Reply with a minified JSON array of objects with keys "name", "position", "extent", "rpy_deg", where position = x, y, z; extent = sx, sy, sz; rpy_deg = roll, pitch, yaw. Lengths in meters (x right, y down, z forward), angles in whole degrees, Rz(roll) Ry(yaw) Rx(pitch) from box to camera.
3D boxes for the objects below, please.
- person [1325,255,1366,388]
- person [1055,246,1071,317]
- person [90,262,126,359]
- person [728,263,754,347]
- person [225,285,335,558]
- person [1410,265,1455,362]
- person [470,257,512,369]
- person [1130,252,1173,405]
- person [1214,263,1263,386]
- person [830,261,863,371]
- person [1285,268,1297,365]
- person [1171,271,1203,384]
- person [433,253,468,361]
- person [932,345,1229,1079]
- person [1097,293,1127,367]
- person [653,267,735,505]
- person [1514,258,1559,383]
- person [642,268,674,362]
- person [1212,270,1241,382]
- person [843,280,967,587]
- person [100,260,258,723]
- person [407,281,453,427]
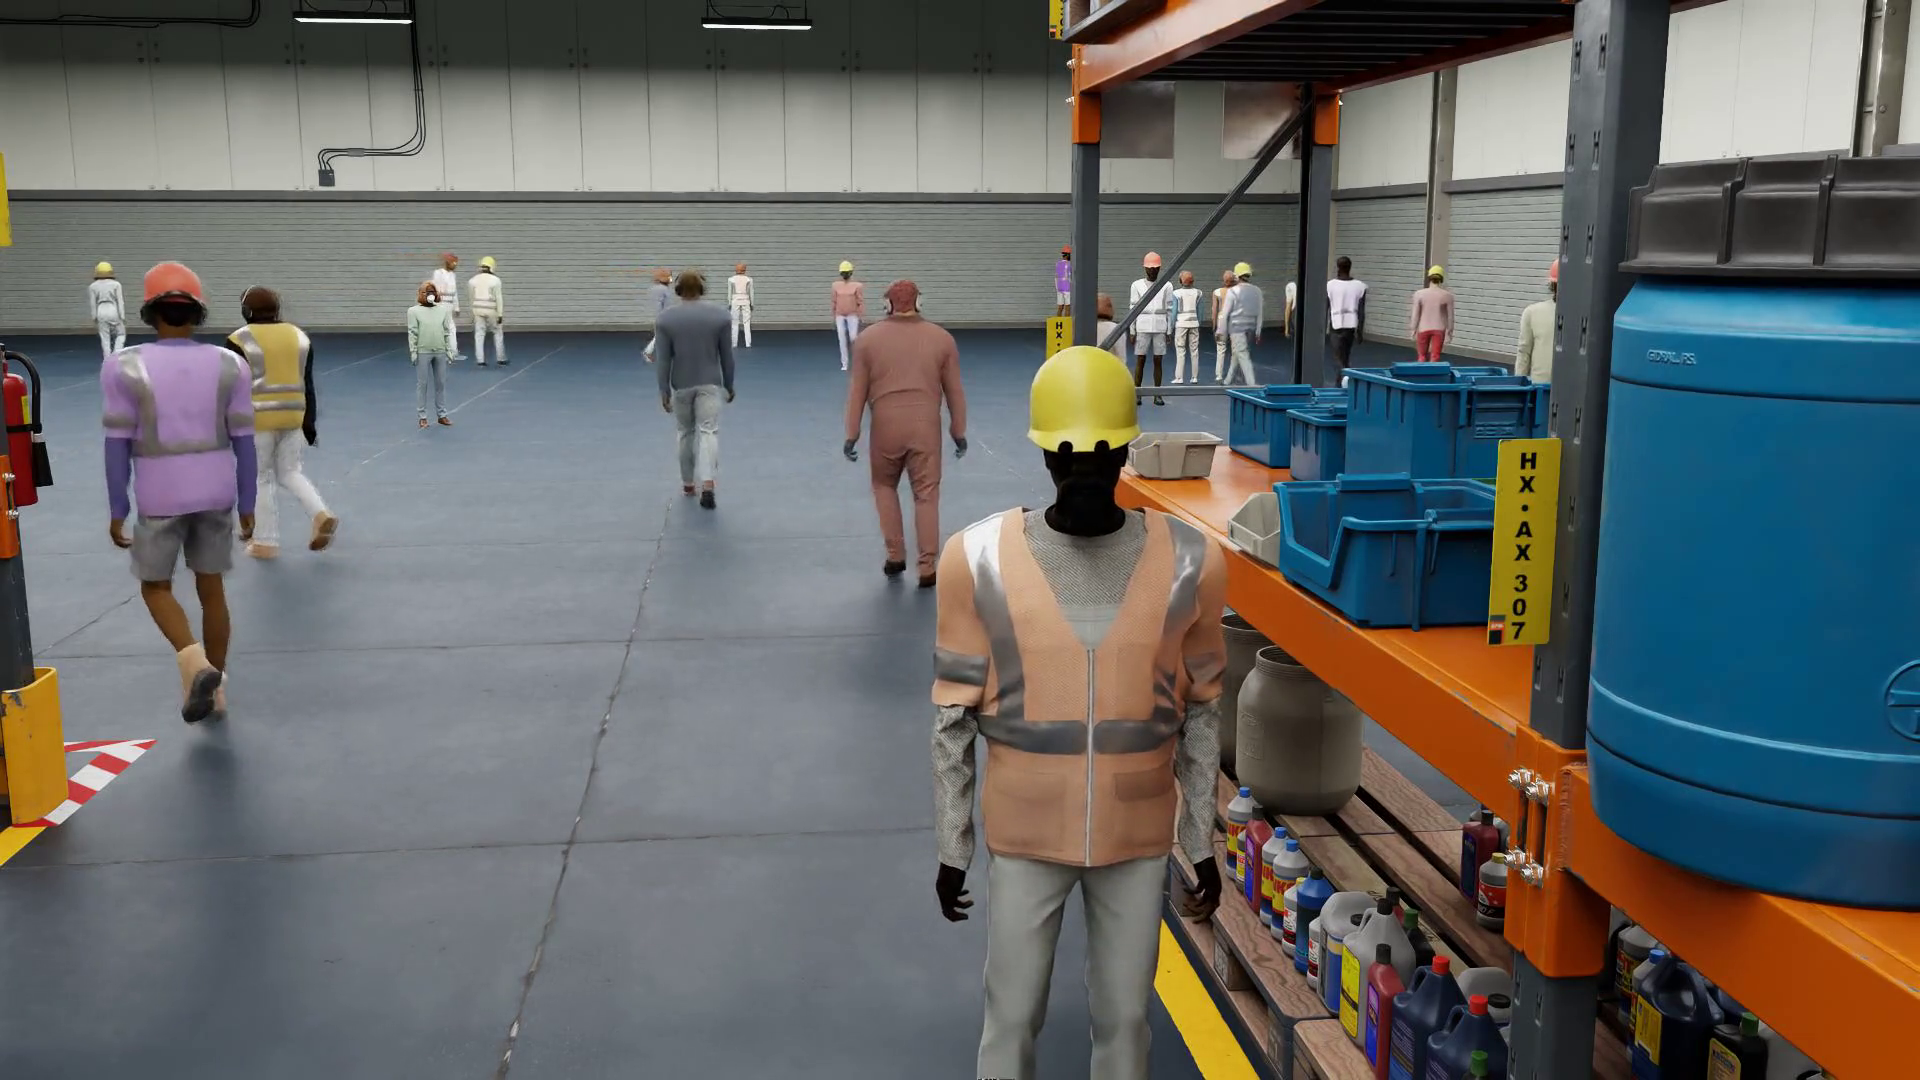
[{"name":"person","position":[5.036,-2.778,21.827],"extent":[0.591,1.896,0.738],"rpy_deg":[-1,10,-7]},{"name":"person","position":[2.348,-5.531,36.808],"extent":[0.374,1.927,0.542],"rpy_deg":[-9,14,-40]},{"name":"person","position":[-13.712,-3.614,26.818],"extent":[0.513,1.726,0.410],"rpy_deg":[-1,10,-7]},{"name":"person","position":[-4.239,-4.540,32.193],"extent":[0.509,1.629,0.316],"rpy_deg":[-2,10,-9]},{"name":"person","position":[-4.509,-0.765,10.991],"extent":[0.609,1.825,0.626],"rpy_deg":[7,12,33]},{"name":"person","position":[6.393,-2.828,22.480],"extent":[0.553,1.733,0.804],"rpy_deg":[4,11,19]},{"name":"person","position":[-7.689,-3.709,27.181],"extent":[0.624,1.783,0.827],"rpy_deg":[3,11,14]},{"name":"person","position":[2.427,-2.666,21.074],"extent":[0.552,1.934,0.373],"rpy_deg":[0,10,-1]},{"name":"person","position":[3.764,-2.837,22.436],"extent":[0.602,1.786,0.927],"rpy_deg":[-7,13,-35]},{"name":"person","position":[-1.814,-3.594,26.665],"extent":[0.531,1.754,0.431],"rpy_deg":[2,10,9]},{"name":"person","position":[4.870,-3.064,23.600],"extent":[0.516,1.818,0.850],"rpy_deg":[2,11,12]},{"name":"person","position":[3.280,-3.076,24.134],"extent":[0.514,1.640,0.310],"rpy_deg":[-3,11,-18]},{"name":"person","position":[-8.707,-3.966,28.449],"extent":[0.810,1.847,0.643],"rpy_deg":[2,11,11]},{"name":"person","position":[0.241,0.576,3.328],"extent":[0.593,1.925,0.384],"rpy_deg":[-1,10,-3]},{"name":"person","position":[1.299,-1.448,15.242],"extent":[0.523,1.613,0.557],"rpy_deg":[3,11,18]},{"name":"person","position":[-2.127,-1.238,13.365],"extent":[0.631,1.901,0.986],"rpy_deg":[-1,10,-7]},{"name":"person","position":[4.460,-1.092,12.413],"extent":[0.639,1.989,0.640],"rpy_deg":[3,11,18]},{"name":"person","position":[-5.030,-3.789,28.145],"extent":[0.765,1.608,0.505],"rpy_deg":[2,10,9]},{"name":"person","position":[3.971,-3.153,24.547],"extent":[0.514,1.645,0.308],"rpy_deg":[2,10,10]},{"name":"person","position":[-0.337,-0.669,10.316],"extent":[0.779,1.860,0.747],"rpy_deg":[-1,10,-6]},{"name":"person","position":[-3.321,-0.178,7.175],"extent":[0.616,2.031,0.613],"rpy_deg":[-8,13,-39]},{"name":"person","position":[-5.959,-2.090,18.745],"extent":[0.500,1.633,0.285],"rpy_deg":[-9,14,-41]}]
